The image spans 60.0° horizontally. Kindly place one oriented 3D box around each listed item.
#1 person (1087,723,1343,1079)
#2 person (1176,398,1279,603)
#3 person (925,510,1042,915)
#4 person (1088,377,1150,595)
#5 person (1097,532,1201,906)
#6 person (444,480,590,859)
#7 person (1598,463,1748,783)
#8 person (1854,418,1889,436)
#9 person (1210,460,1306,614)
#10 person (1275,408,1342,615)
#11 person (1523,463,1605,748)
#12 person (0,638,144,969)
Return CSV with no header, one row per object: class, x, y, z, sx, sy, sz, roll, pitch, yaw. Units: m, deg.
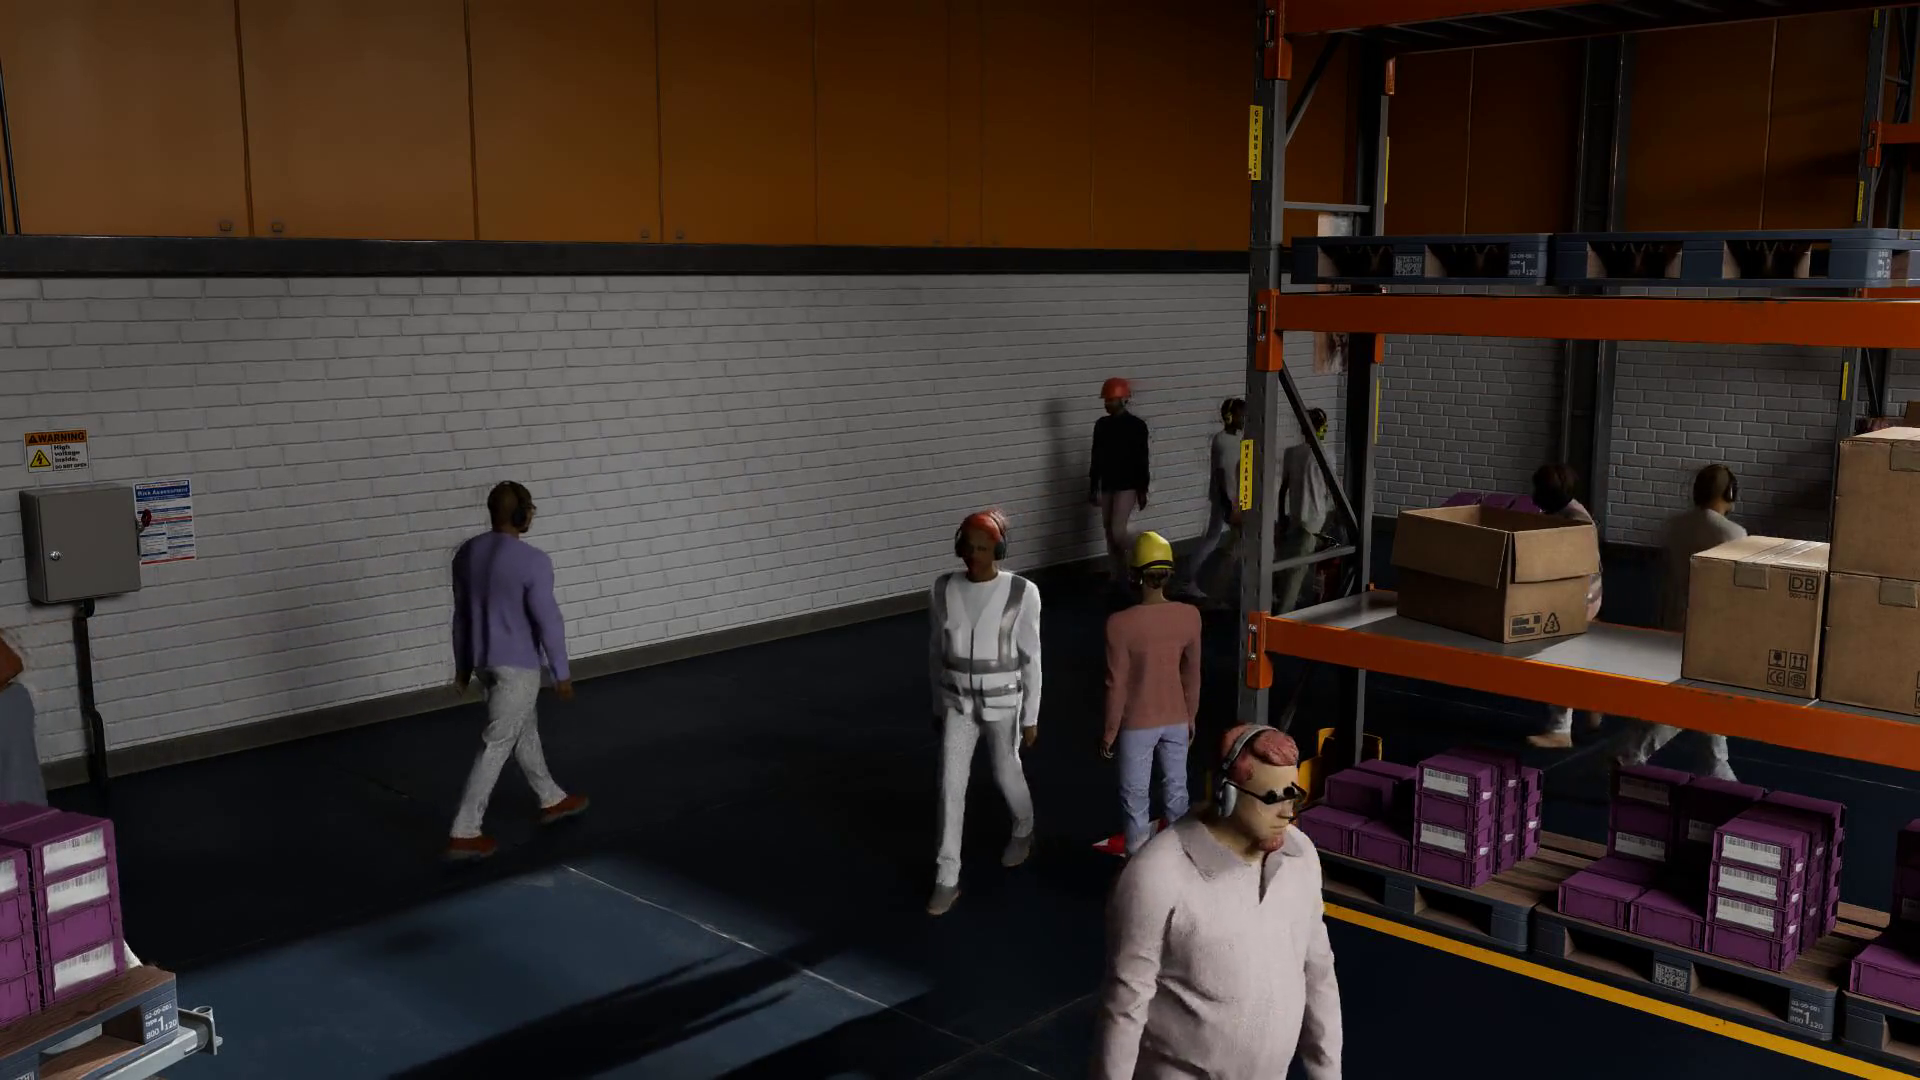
person,0.713,1.369,4.092,0.656,1.847,1.003,-7,11,-36
person,2.367,-0.349,14.772,0.938,1.825,0.549,6,11,34
person,0.138,0.760,7.887,0.581,1.852,0.920,3,10,19
person,1.410,-0.474,15.002,0.427,1.981,0.615,-7,12,-37
person,0.857,0.841,7.598,0.533,1.767,0.323,-5,11,-28
person,-2.308,0.638,8.498,0.653,1.890,1.033,6,11,34
person,3.978,0.531,9.134,0.907,1.893,0.664,0,9,-2
person,6.428,0.053,12.049,0.673,1.881,0.785,-8,12,-41
person,2.529,-0.157,14.249,0.899,1.583,0.525,-4,10,-22
person,2.908,-0.156,13.540,0.980,1.820,0.530,-6,11,-34
person,3.722,0.419,10.086,0.641,1.801,0.661,0,9,1
person,-3.684,1.103,6.517,0.867,1.588,0.505,0,9,-2
